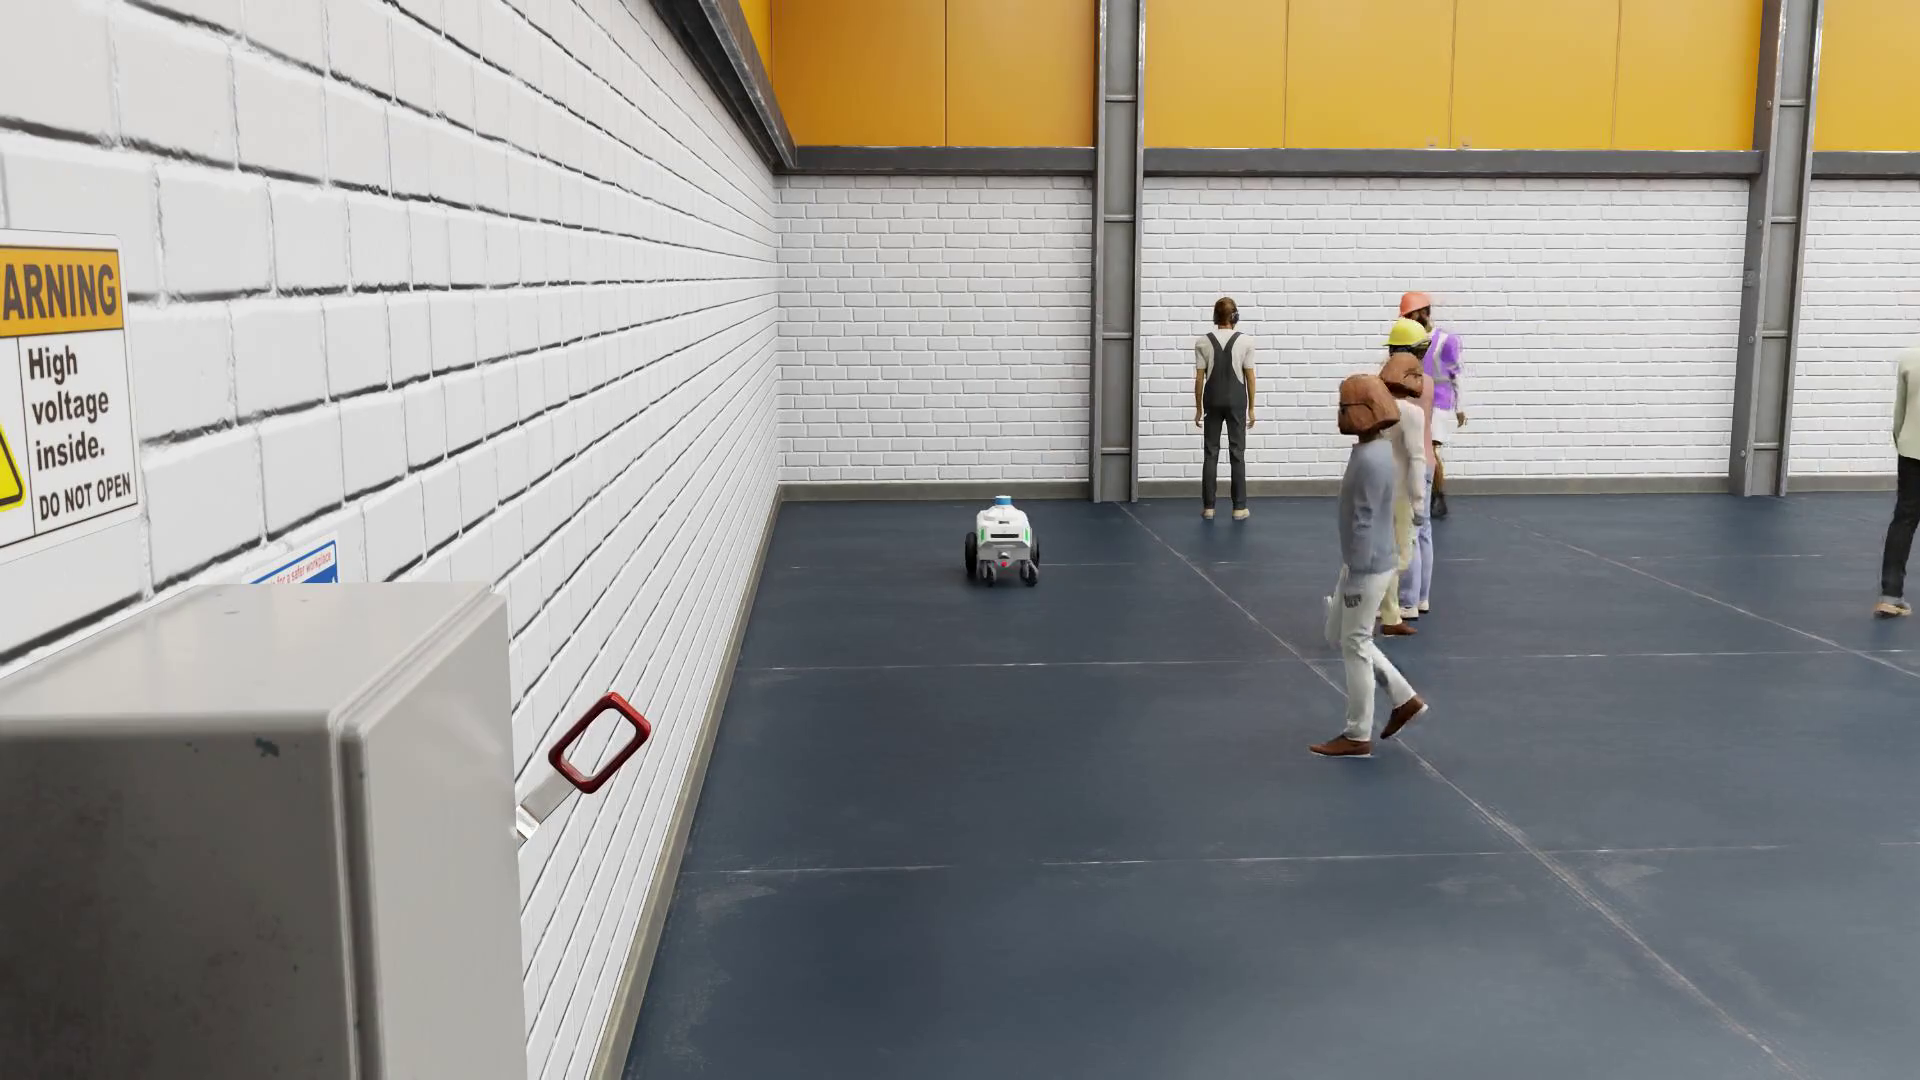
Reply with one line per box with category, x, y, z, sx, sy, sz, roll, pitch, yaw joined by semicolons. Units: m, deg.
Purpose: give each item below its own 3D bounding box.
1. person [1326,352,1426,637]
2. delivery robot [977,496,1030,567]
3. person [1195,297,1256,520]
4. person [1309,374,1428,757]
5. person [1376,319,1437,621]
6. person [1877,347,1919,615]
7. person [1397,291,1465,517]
person;2.299;-0.227;9.129;0.619;1.610;0.536;-3;10;-18
delivery robot;0.286;-0.051;11.036;0.477;0.478;0.707;0;9;0
person;2.195;-1.083;13.791;0.507;1.840;0.344;3;9;16
person;1.700;0.122;6.920;0.393;1.620;0.500;2;9;12
person;2.617;-0.409;9.782;0.330;1.768;0.526;6;11;34
person;5.850;-0.518;9.928;1.026;1.943;0.618;-7;11;-37
person;3.888;-1.120;13.845;0.620;1.888;0.558;-8;12;-40
